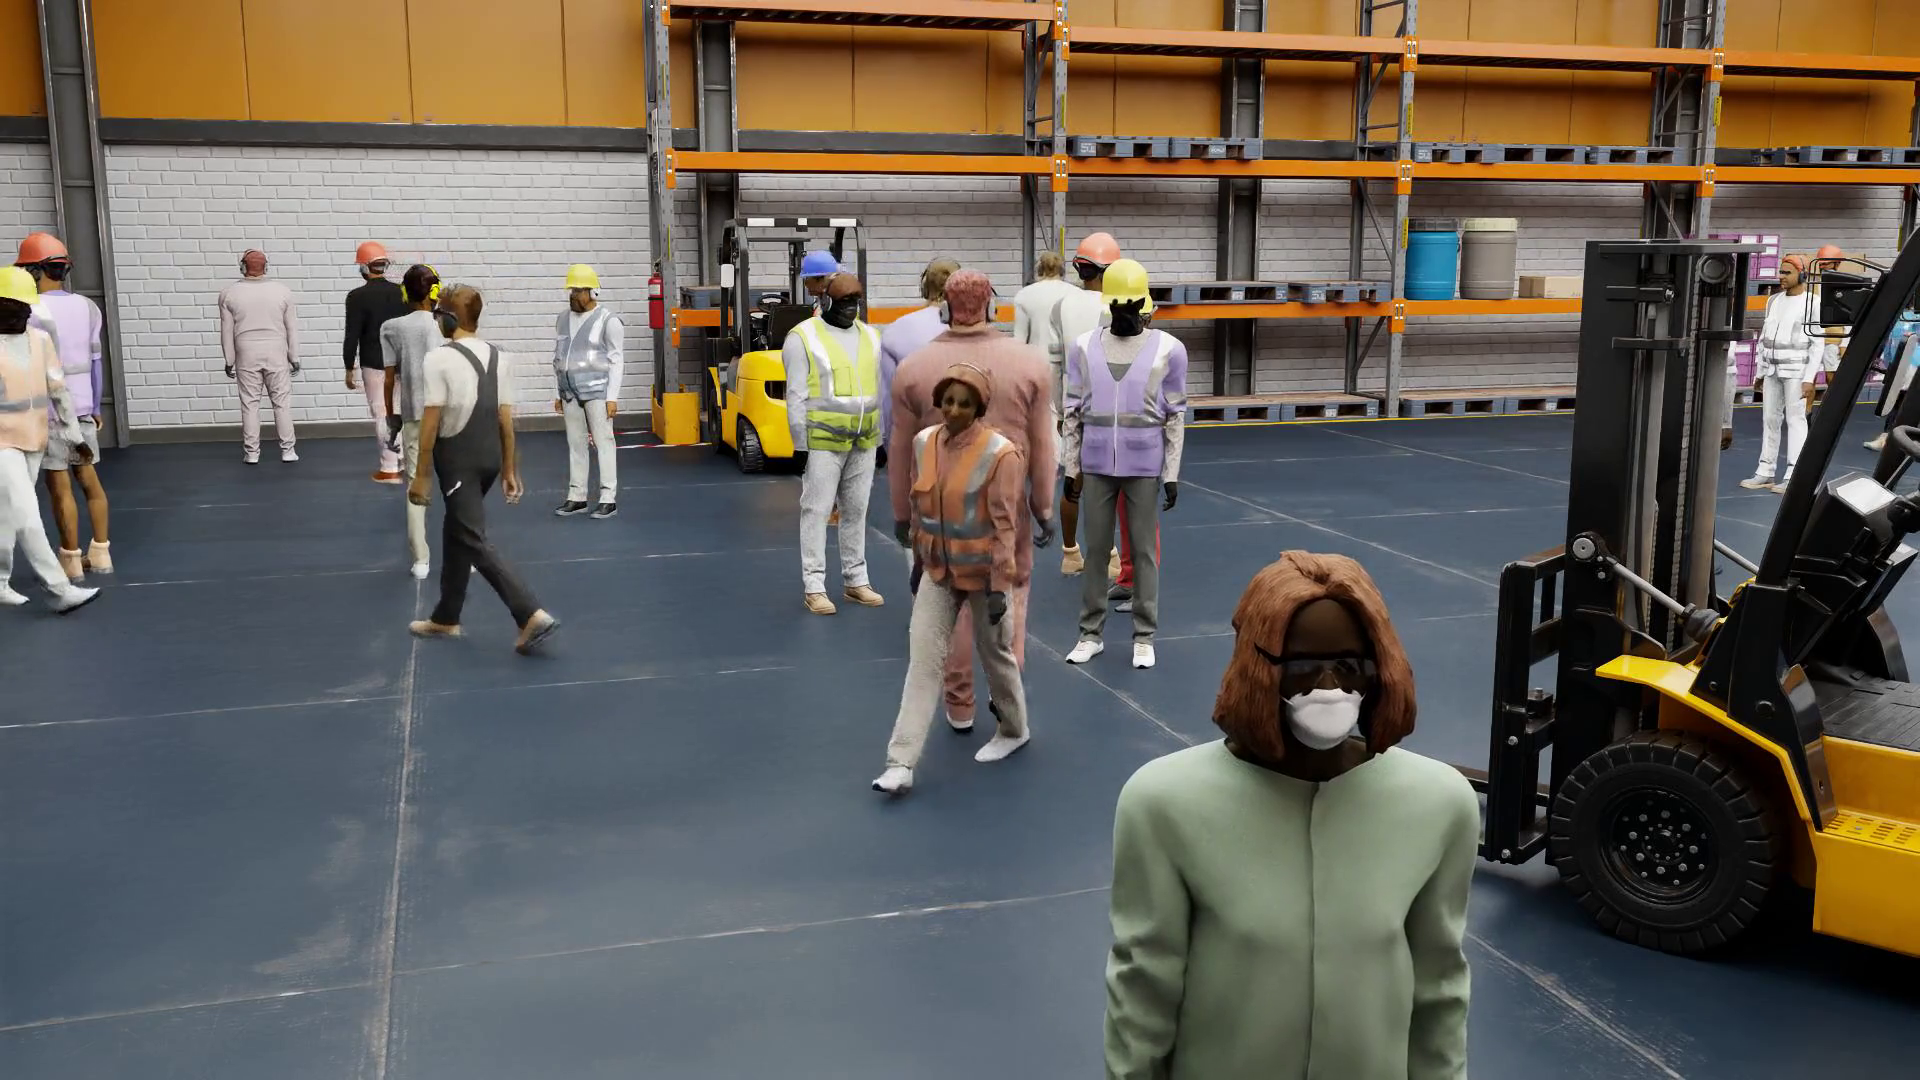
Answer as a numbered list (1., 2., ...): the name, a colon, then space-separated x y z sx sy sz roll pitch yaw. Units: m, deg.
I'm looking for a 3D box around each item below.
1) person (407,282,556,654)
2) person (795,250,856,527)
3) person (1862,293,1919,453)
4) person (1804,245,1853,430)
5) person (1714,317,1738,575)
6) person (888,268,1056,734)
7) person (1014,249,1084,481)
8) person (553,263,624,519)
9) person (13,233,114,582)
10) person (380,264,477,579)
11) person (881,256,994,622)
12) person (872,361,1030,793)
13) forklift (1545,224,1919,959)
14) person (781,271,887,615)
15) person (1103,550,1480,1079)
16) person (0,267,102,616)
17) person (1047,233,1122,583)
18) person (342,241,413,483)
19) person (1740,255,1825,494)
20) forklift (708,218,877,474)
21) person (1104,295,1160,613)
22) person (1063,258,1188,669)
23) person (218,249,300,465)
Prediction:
1. person: -2.368 -0.350 8.144 0.925 1.817 0.518 4 11 22
2. person: -0.896 -1.035 11.558 0.496 1.923 0.626 1 10 7
3. person: 8.779 -1.649 15.622 0.800 1.665 0.546 -2 11 -12
4. person: 8.951 -2.080 17.258 0.356 1.937 0.552 -7 12 -34
5. person: 4.392 -0.754 9.990 0.375 1.935 0.551 -8 13 -36
6. person: 0.044 -0.141 6.730 0.677 1.893 0.422 0 10 1
7. person: 0.776 -1.457 13.888 0.642 1.915 0.592 1 10 8
8. person: -2.705 -1.072 12.014 0.590 1.835 0.404 5 12 26
9. person: -5.315 -0.771 9.791 0.376 2.041 0.615 2 11 13
10. person: -3.152 -0.694 9.876 0.523 1.861 0.329 -1 10 -7
11. person: -0.102 -0.478 8.516 0.642 1.919 0.478 2 11 10
12. person: 0.009 0.127 6.127 0.562 1.580 0.880 8 13 38
13. forklift: 2.909 0.117 4.508 2.313 2.155 1.214 9 14 40
14. person: -0.648 -0.528 9.022 0.625 1.841 0.429 -8 13 -38
15. person: 0.437 0.815 2.216 0.499 1.634 0.279 -1 10 -5
16. person: -5.049 -0.528 8.976 0.990 1.863 0.583 3 11 16
17. person: 0.798 -0.768 9.778 0.607 2.044 0.371 9 13 39
18. person: -4.805 -1.452 13.686 0.518 1.980 0.644 7 12 32
19. person: 6.548 -1.311 13.193 0.356 1.882 0.574 -4 11 -21
20. forklift: -1.522 -1.778 14.899 1.214 2.155 2.313 -3 11 -17
21. person: 0.925 -0.493 9.031 0.310 1.769 0.522 -3 11 -17
22. person: 0.763 -0.353 7.832 0.586 1.923 0.371 3 11 18
23. person: -6.233 -1.625 14.850 0.651 1.907 0.409 -4 11 -23
